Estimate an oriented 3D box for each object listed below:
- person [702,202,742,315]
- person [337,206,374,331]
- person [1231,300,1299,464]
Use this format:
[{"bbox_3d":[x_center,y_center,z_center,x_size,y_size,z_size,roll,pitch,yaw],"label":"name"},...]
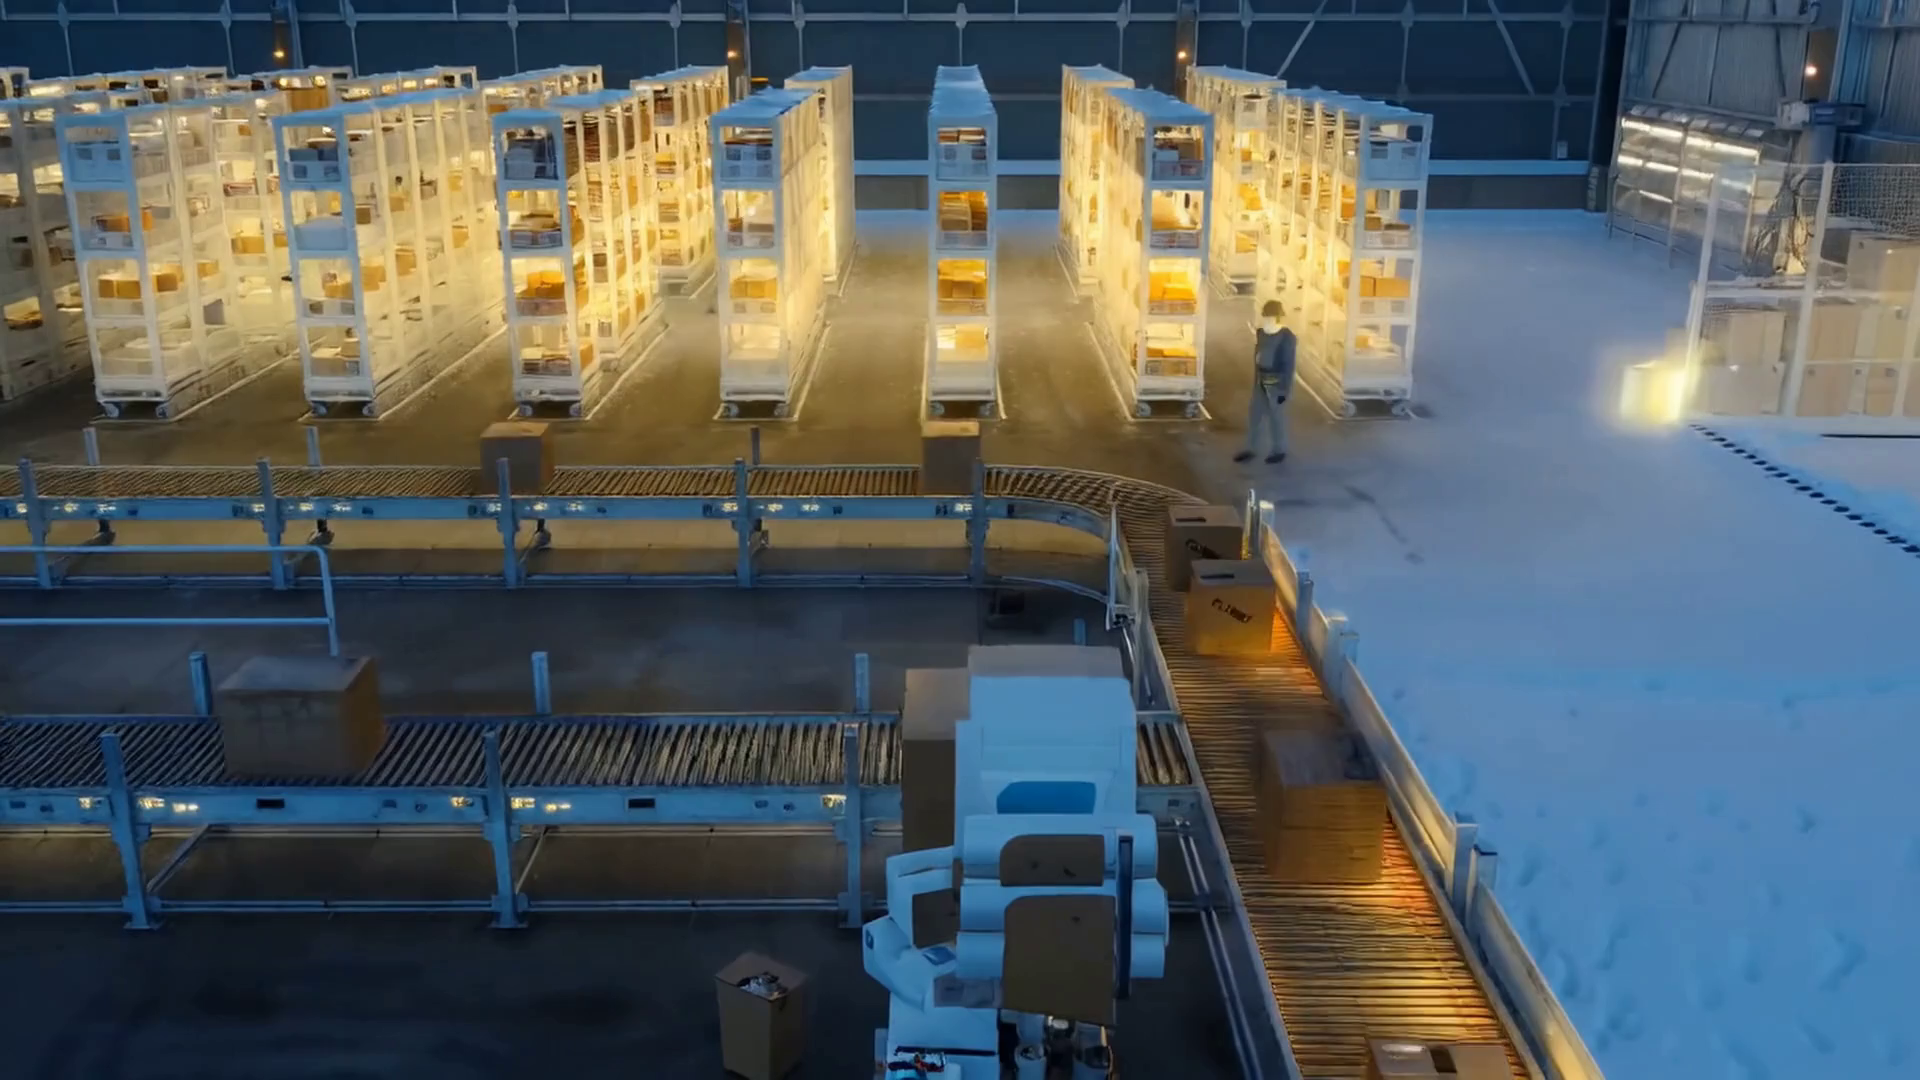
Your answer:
[{"bbox_3d":[-3.691,-4.475,26.502,0.886,1.813,0.576,1,18,2],"label":"person"},{"bbox_3d":[-9.001,-3.989,24.729,0.664,1.968,0.726,-2,18,-6],"label":"person"},{"bbox_3d":[3.284,-1.667,17.856,0.766,1.803,0.598,-14,23,-37],"label":"person"}]
